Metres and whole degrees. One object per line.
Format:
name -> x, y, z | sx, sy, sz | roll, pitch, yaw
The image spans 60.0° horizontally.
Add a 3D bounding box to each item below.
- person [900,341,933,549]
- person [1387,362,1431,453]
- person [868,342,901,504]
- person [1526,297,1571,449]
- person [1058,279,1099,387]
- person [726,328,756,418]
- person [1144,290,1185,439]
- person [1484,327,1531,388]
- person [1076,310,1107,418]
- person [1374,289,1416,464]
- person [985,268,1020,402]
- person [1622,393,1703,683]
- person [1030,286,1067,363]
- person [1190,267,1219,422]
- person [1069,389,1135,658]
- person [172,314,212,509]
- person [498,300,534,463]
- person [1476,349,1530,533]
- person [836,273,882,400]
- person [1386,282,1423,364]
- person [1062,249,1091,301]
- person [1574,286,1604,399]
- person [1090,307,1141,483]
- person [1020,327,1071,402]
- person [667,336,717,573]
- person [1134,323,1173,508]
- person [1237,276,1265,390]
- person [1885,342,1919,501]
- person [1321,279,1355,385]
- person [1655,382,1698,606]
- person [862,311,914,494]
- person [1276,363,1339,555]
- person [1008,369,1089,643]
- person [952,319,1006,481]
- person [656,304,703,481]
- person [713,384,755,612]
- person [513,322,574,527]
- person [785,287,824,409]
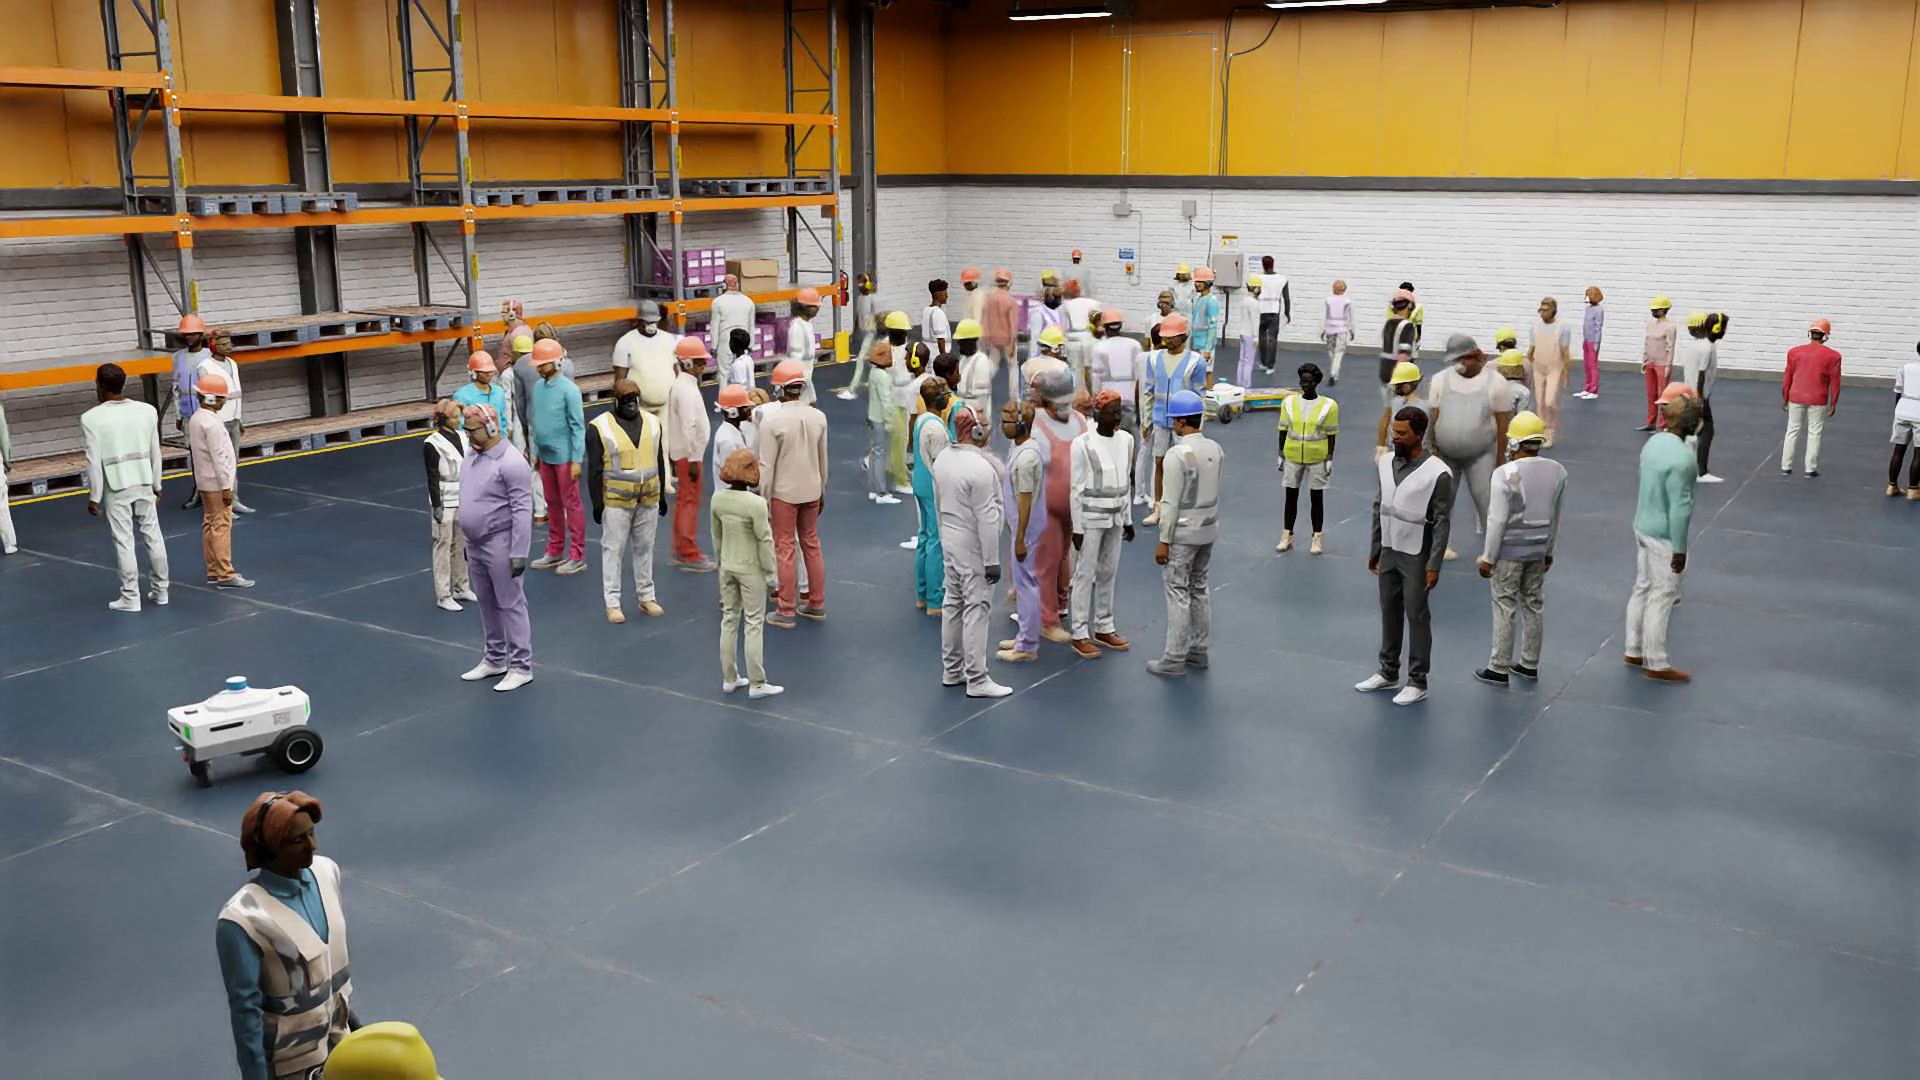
person -> -0.348, -0.841, 14.865 | 0.327, 1.862, 0.503 | 6, 14, 25
person -> 3.808, -0.647, 14.246 | 0.343, 1.755, 0.531 | -4, 14, -16
person -> -0.784, -1.190, 16.856 | 0.278, 1.634, 0.499 | -4, 14, -16
person -> 6.999, -1.989, 19.907 | 0.537, 1.824, 0.550 | 12, 18, 43
person -> 1.642, -2.616, 22.605 | 0.673, 1.840, 0.372 | 0, 13, -1
person -> -2.307, -1.392, 17.600 | 0.319, 1.696, 0.532 | 0, 13, 2
person -> 2.537, -2.172, 20.655 | 0.506, 1.846, 0.348 | 2, 13, 8
person -> 5.738, -1.370, 17.459 | 0.509, 1.718, 0.923 | 0, 13, 2
person -> 1.447, -1.639, 18.389 | 0.586, 1.817, 0.550 | 8, 15, 31
person -> 4.957, -1.841, 18.894 | 0.527, 1.993, 0.652 | -3, 13, -14
person -> 0.537, -2.769, 23.013 | 0.618, 1.964, 0.846 | 9, 16, 35
person -> 4.711, -0.021, 11.136 | 0.367, 1.935, 0.636 | 0, 13, 2
person -> 1.140, -2.468, 22.067 | 0.917, 1.808, 0.627 | 8, 15, 31
person -> 3.201, -2.582, 22.000 | 0.376, 2.044, 0.607 | -3, 13, -11
person -> 1.002, -0.124, 11.692 | 0.574, 1.881, 0.357 | -11, 17, -39
person -> -7.543, -1.264, 16.507 | 0.545, 1.942, 0.352 | 1, 13, 6
person -> -4.946, -1.729, 18.599 | 0.399, 1.909, 0.642 | -2, 13, -8
person -> 5.033, -0.893, 15.355 | 0.346, 1.738, 0.486 | -9, 16, -35
person -> -1.356, -2.965, 24.170 | 0.997, 1.821, 0.544 | -8, 15, -30
person -> 6.452, -2.912, 24.209 | 0.533, 1.690, 0.322 | 3, 13, 12
person -> 2.192, -4.597, 31.372 | 0.563, 1.753, 0.327 | 0, 13, -1
person -> 9.156, -2.861, 24.131 | 0.277, 1.627, 0.502 | 0, 13, 0
person -> 1.650, -1.501, 17.600 | 0.582, 1.909, 0.430 | -3, 13, -11
person -> 0.878, -1.187, 16.415 | 0.596, 1.828, 0.403 | 10, 17, 38
person -> -2.267, -0.728, 14.062 | 0.396, 1.992, 0.622 | -3, 13, -13
person -> 1.954, -1.241, 16.602 | 0.347, 1.855, 0.532 | -13, 18, -43
person -> 4.256, -2.979, 24.333 | 0.329, 1.765, 0.526 | -2, 13, -10
person -> 9.757, -1.237, 16.949 | 0.320, 1.686, 0.539 | -6, 14, -25
person -> 5.816, -3.207, 25.680 | 0.514, 1.610, 0.771 | 6, 14, 23
person -> 5.534, -0.358, 12.985 | 0.329, 1.753, 0.560 | 3, 13, 13
person -> -0.725, -1.443, 17.365 | 0.703, 1.909, 0.594 | 7, 15, 27
person -> 3.051, -0.717, 14.669 | 0.535, 1.697, 0.318 | 6, 14, 23
person -> 0.594, -0.316, 12.176 | 0.843, 2.000, 0.699 | 12, 17, 41
person -> 0.206, -1.261, 16.598 | 0.786, 1.904, 0.595 | -5, 14, -20
person -> -3.164, -1.613, 18.138 | 0.648, 1.904, 1.013 | 0, 13, -1
person -> -1.731, -0.331, 12.862 | 0.335, 1.754, 0.568 | -1, 13, -6
person -> -3.898, -1.084, 15.730 | 0.629, 1.940, 0.376 | 4, 14, 17
person -> -1.811, -1.883, 19.033 | 0.569, 2.017, 0.672 | 1, 13, 4
